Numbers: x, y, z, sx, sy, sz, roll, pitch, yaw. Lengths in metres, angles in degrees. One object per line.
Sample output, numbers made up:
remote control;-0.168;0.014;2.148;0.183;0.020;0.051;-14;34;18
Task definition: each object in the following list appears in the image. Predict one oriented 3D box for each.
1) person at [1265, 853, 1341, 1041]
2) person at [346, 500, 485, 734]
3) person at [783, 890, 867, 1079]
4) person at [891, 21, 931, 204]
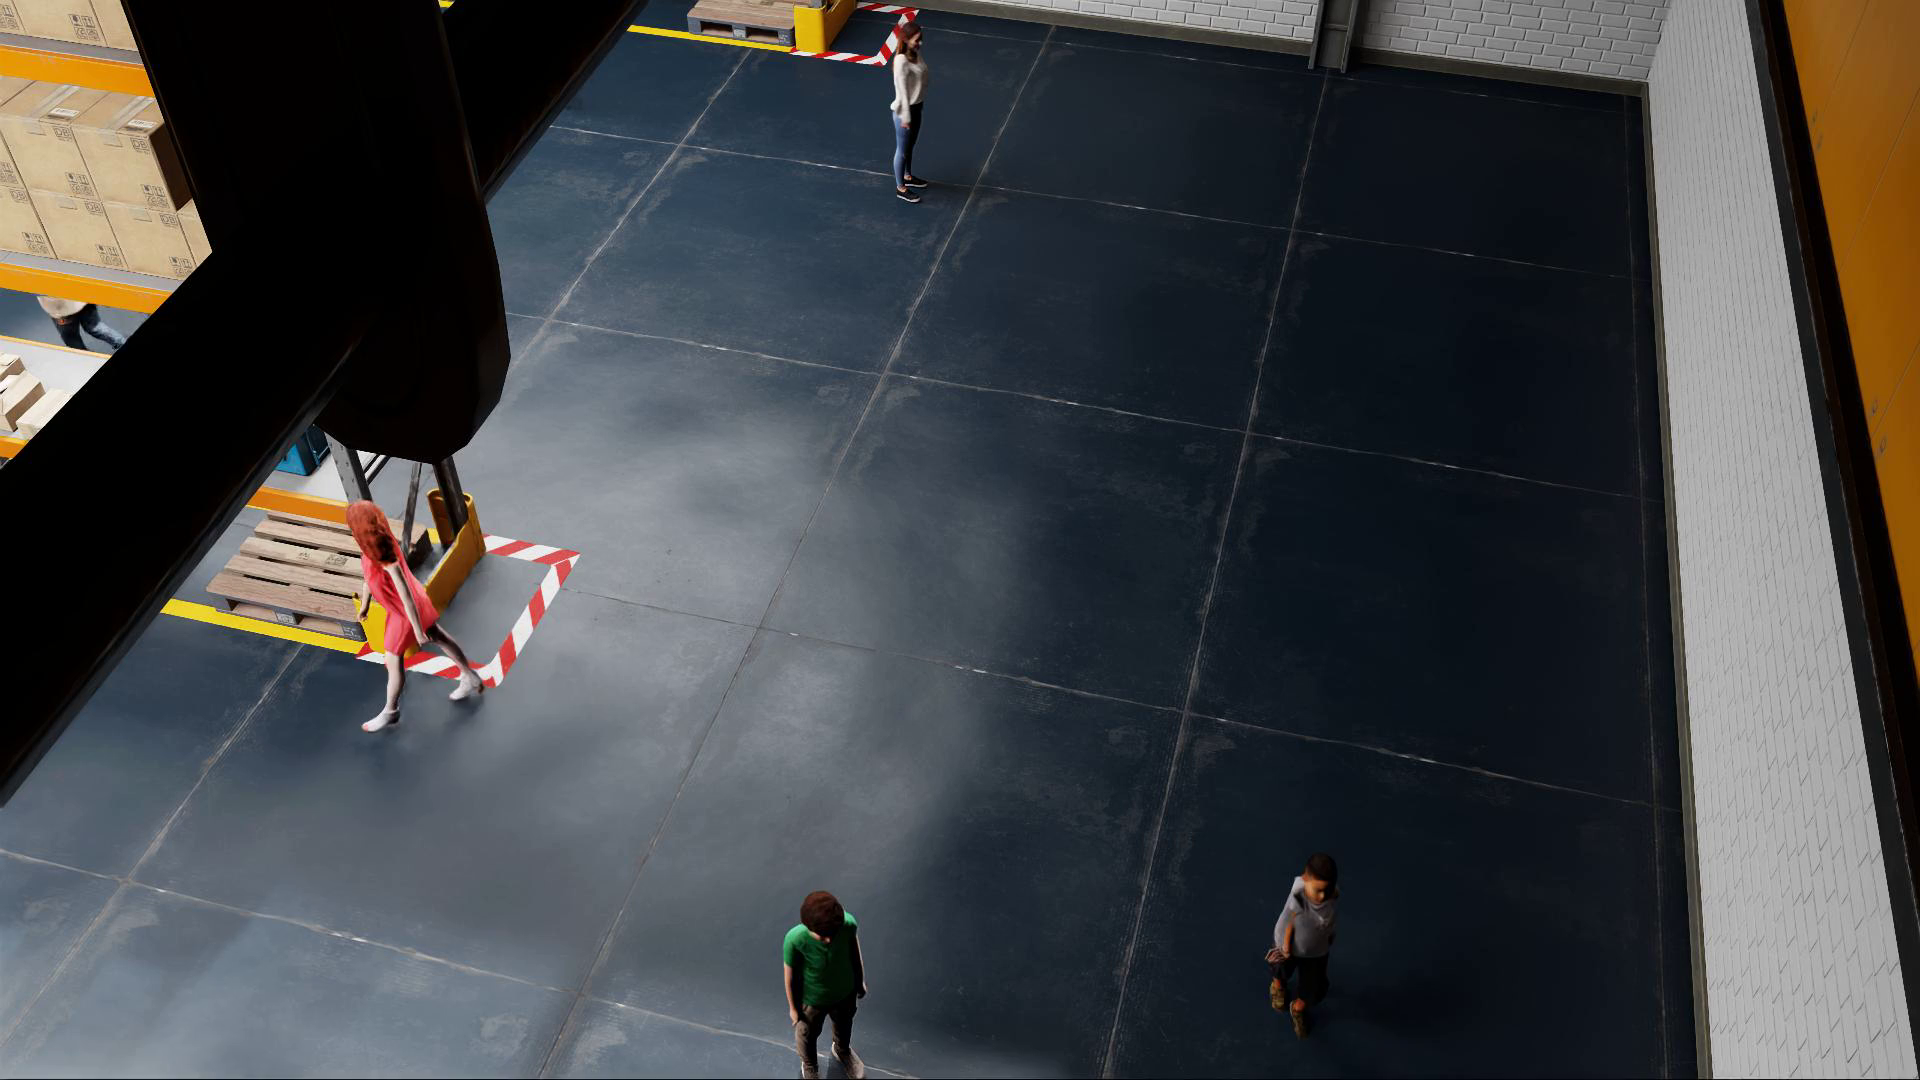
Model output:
person;1.850;2.082;9.044;0.591;1.442;0.666;3;44;4
person;-3.407;0.424;10.538;1.112;1.783;1.023;-19;47;-19
person;-0.711;2.318;8.645;0.651;1.652;0.720;-19;47;-19
person;-0.476;-3.924;15.166;0.564;1.694;0.626;14;45;14
